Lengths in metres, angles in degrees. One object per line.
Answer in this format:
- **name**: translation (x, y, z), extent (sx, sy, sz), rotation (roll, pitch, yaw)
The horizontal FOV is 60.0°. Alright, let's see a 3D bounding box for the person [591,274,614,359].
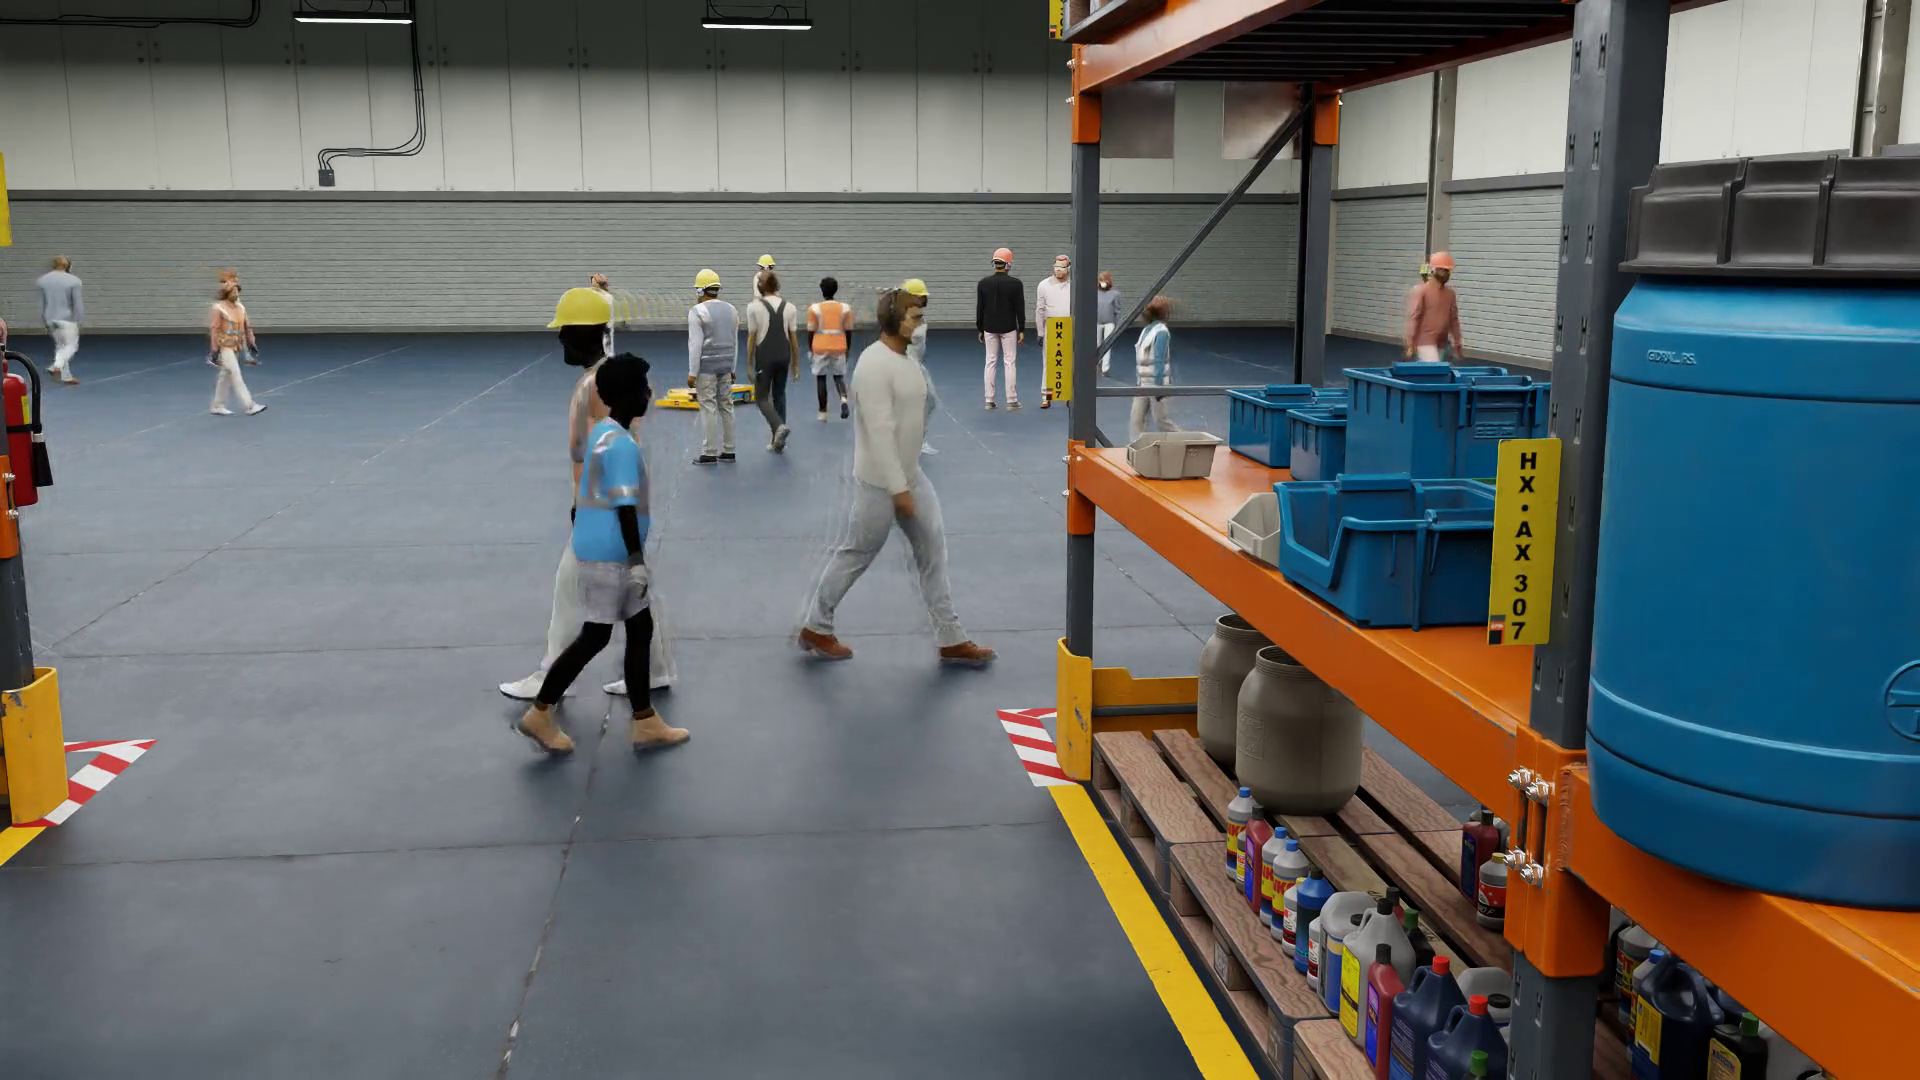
- **person**: translation (-4.796, -2.731, 22.246), extent (0.514, 1.641, 0.307), rotation (10, 14, 42)

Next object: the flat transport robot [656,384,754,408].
- **flat transport robot**: translation (-3.156, -1.846, 21.149), extent (0.652, 0.197, 1.431), rotation (6, 12, 28)

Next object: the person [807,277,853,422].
- **person**: translation (-1.476, -2.170, 19.060), extent (0.540, 1.686, 0.487), rotation (-4, 11, -19)

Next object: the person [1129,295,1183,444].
- **person**: translation (1.804, -1.410, 15.059), extent (0.719, 1.613, 0.522), rotation (-3, 11, -14)

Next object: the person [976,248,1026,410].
- **person**: translation (0.514, -2.600, 20.551), extent (0.623, 1.992, 0.396), rotation (4, 11, 19)

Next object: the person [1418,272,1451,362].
- **person**: translation (5.951, -2.547, 20.891), extent (0.535, 1.767, 0.315), rotation (-5, 11, -24)

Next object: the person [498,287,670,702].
- **person**: translation (-1.760, -0.192, 7.604), extent (0.878, 1.893, 0.621), rotation (-2, 11, -12)

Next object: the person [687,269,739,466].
- **person**: translation (-2.333, -1.614, 15.588), extent (0.403, 1.831, 0.596), rotation (8, 13, 38)

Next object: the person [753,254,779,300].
- **person**: translation (-3.235, -3.858, 27.889), extent (0.403, 1.835, 0.587), rotation (-6, 12, -28)

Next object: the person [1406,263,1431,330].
- **person**: translation (7.046, -3.331, 25.284), extent (0.876, 1.720, 0.554), rotation (-10, 14, -43)

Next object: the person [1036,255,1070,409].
- **person**: translation (1.266, -2.582, 20.709), extent (0.643, 1.905, 0.400), rotation (0, 10, 2)

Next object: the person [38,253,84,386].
- **person**: translation (-12.775, -3.103, 23.586), extent (0.638, 1.907, 0.659), rotation (1, 10, 6)

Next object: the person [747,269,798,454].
- **person**: translation (-1.803, -1.723, 16.212), extent (0.527, 1.825, 0.561), rotation (-6, 12, -30)

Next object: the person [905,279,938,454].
- **person**: translation (-0.416, -1.664, 16.163), extent (0.530, 1.724, 0.488), rotation (4, 11, 22)

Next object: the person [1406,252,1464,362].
- **person**: translation (5.208, -2.100, 17.897), extent (0.653, 1.955, 0.933), rotation (-8, 13, -36)

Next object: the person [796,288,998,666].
- **person**: translation (-0.364, -0.302, 8.268), extent (1.031, 1.894, 0.636), rotation (4, 11, 23)

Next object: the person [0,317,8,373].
- **person**: translation (-7.253, -1.017, 12.118), extent (0.399, 1.909, 0.642), rotation (4, 11, 23)

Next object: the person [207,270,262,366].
- **person**: translation (-12.094, -3.673, 27.533), extent (0.853, 1.595, 0.494), rotation (-7, 13, -34)

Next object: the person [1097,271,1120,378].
- **person**: translation (2.203, -3.300, 25.445), extent (0.504, 1.615, 0.612), rotation (2, 10, 10)

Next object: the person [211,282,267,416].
- **person**: translation (-8.623, -2.264, 19.804), extent (0.853, 1.590, 0.518), rotation (2, 11, 12)

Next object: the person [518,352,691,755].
- **person**: translation (-1.521, 0.068, 6.849), extent (0.696, 1.661, 0.622), rotation (-4, 11, -19)
